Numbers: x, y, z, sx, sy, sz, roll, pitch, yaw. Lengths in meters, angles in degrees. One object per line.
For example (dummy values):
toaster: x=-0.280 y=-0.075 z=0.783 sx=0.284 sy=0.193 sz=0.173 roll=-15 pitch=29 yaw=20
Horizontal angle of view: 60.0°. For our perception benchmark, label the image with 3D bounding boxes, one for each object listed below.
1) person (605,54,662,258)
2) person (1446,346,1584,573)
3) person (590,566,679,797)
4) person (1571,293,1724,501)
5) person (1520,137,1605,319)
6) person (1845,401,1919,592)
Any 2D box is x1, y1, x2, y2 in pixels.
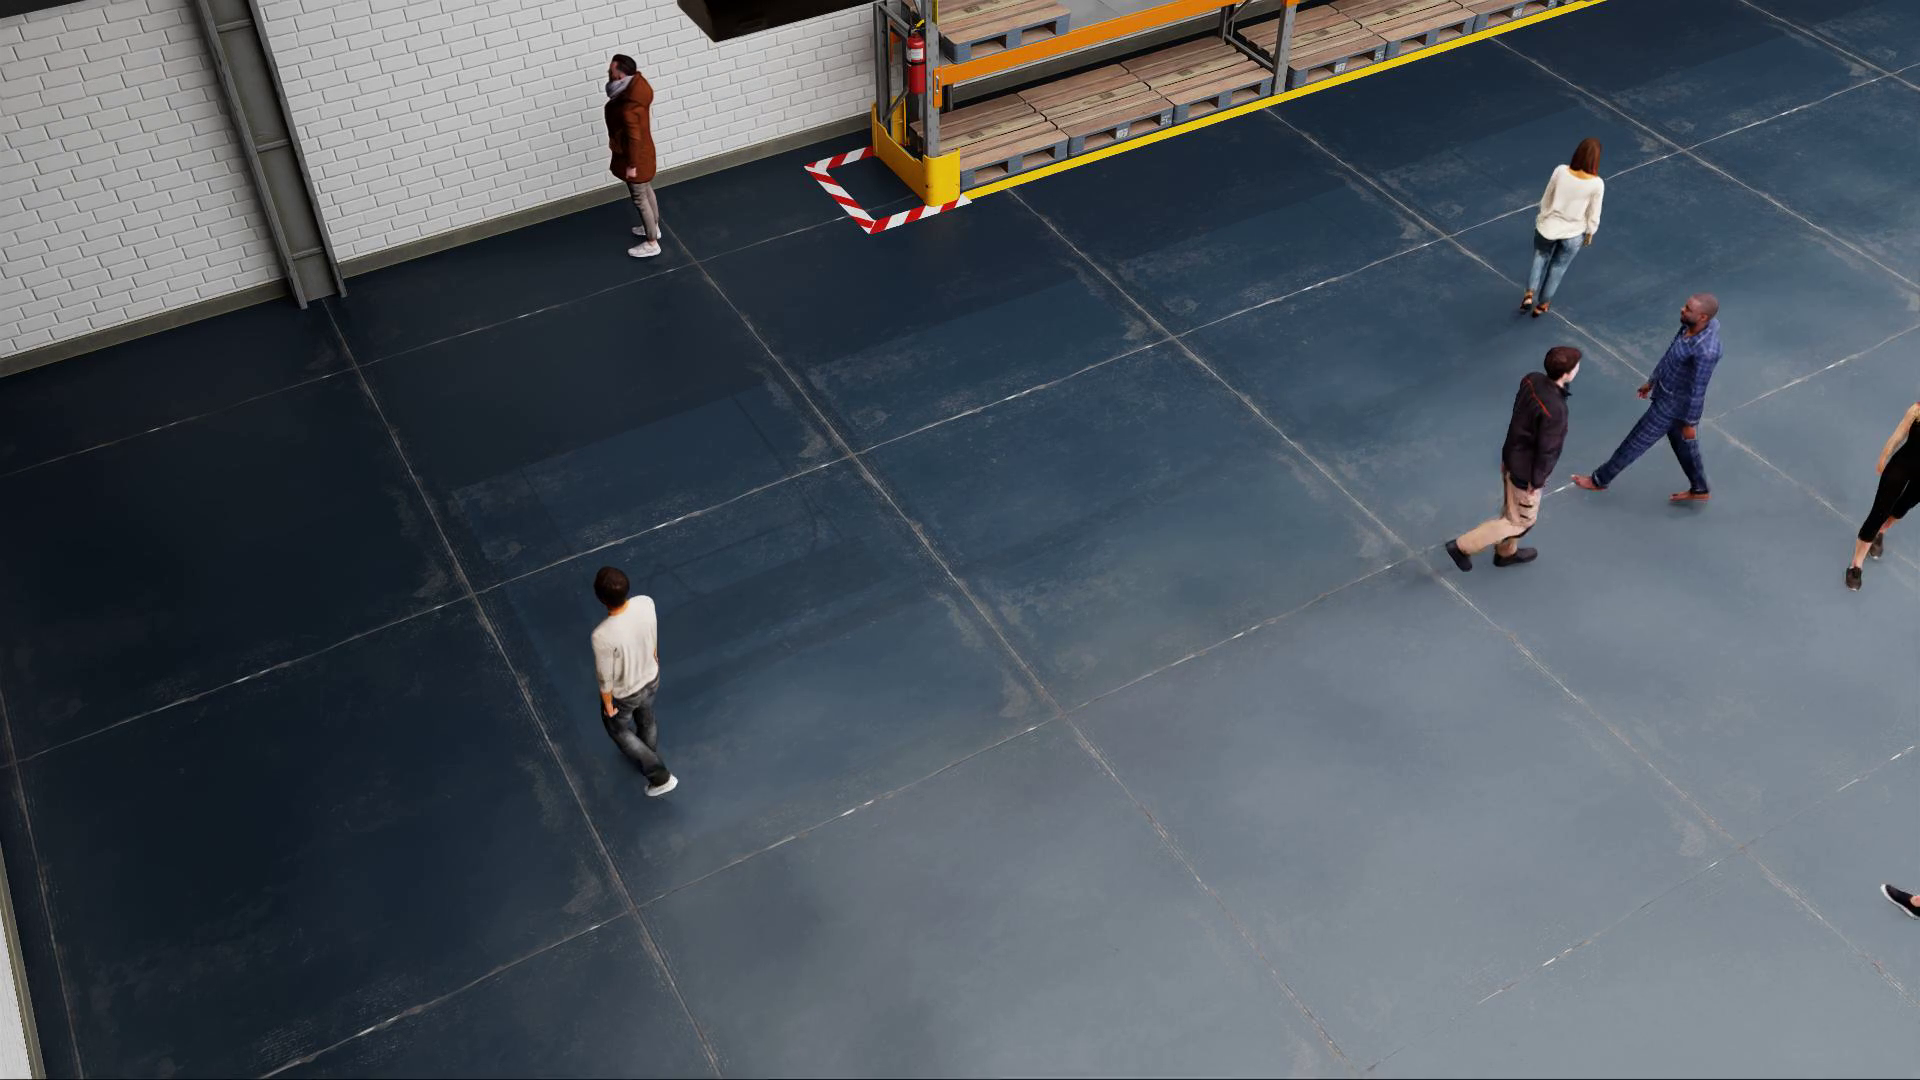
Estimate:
person: x=-2.763 y=-3.292 z=14.191 sx=0.870 sy=1.839 sz=0.839 roll=-1 pitch=44 yaw=-1
person: x=3.737 y=-0.504 z=11.215 sx=1.104 sy=1.906 sz=0.917 roll=-6 pitch=44 yaw=-7
person: x=-1.908 y=0.860 z=9.858 sx=0.883 sy=1.803 sz=0.880 roll=29 pitch=51 yaw=27
person: x=5.166 y=-0.957 z=11.788 sx=1.246 sy=1.773 sz=1.208 roll=11 pitch=45 yaw=12
person: x=4.834 y=-2.472 z=13.451 sx=0.741 sy=1.673 sz=0.745 roll=27 pitch=50 yaw=25
person: x=6.536 y=-0.517 z=11.380 sx=0.966 sy=1.698 sz=1.082 roll=14 pitch=45 yaw=14
